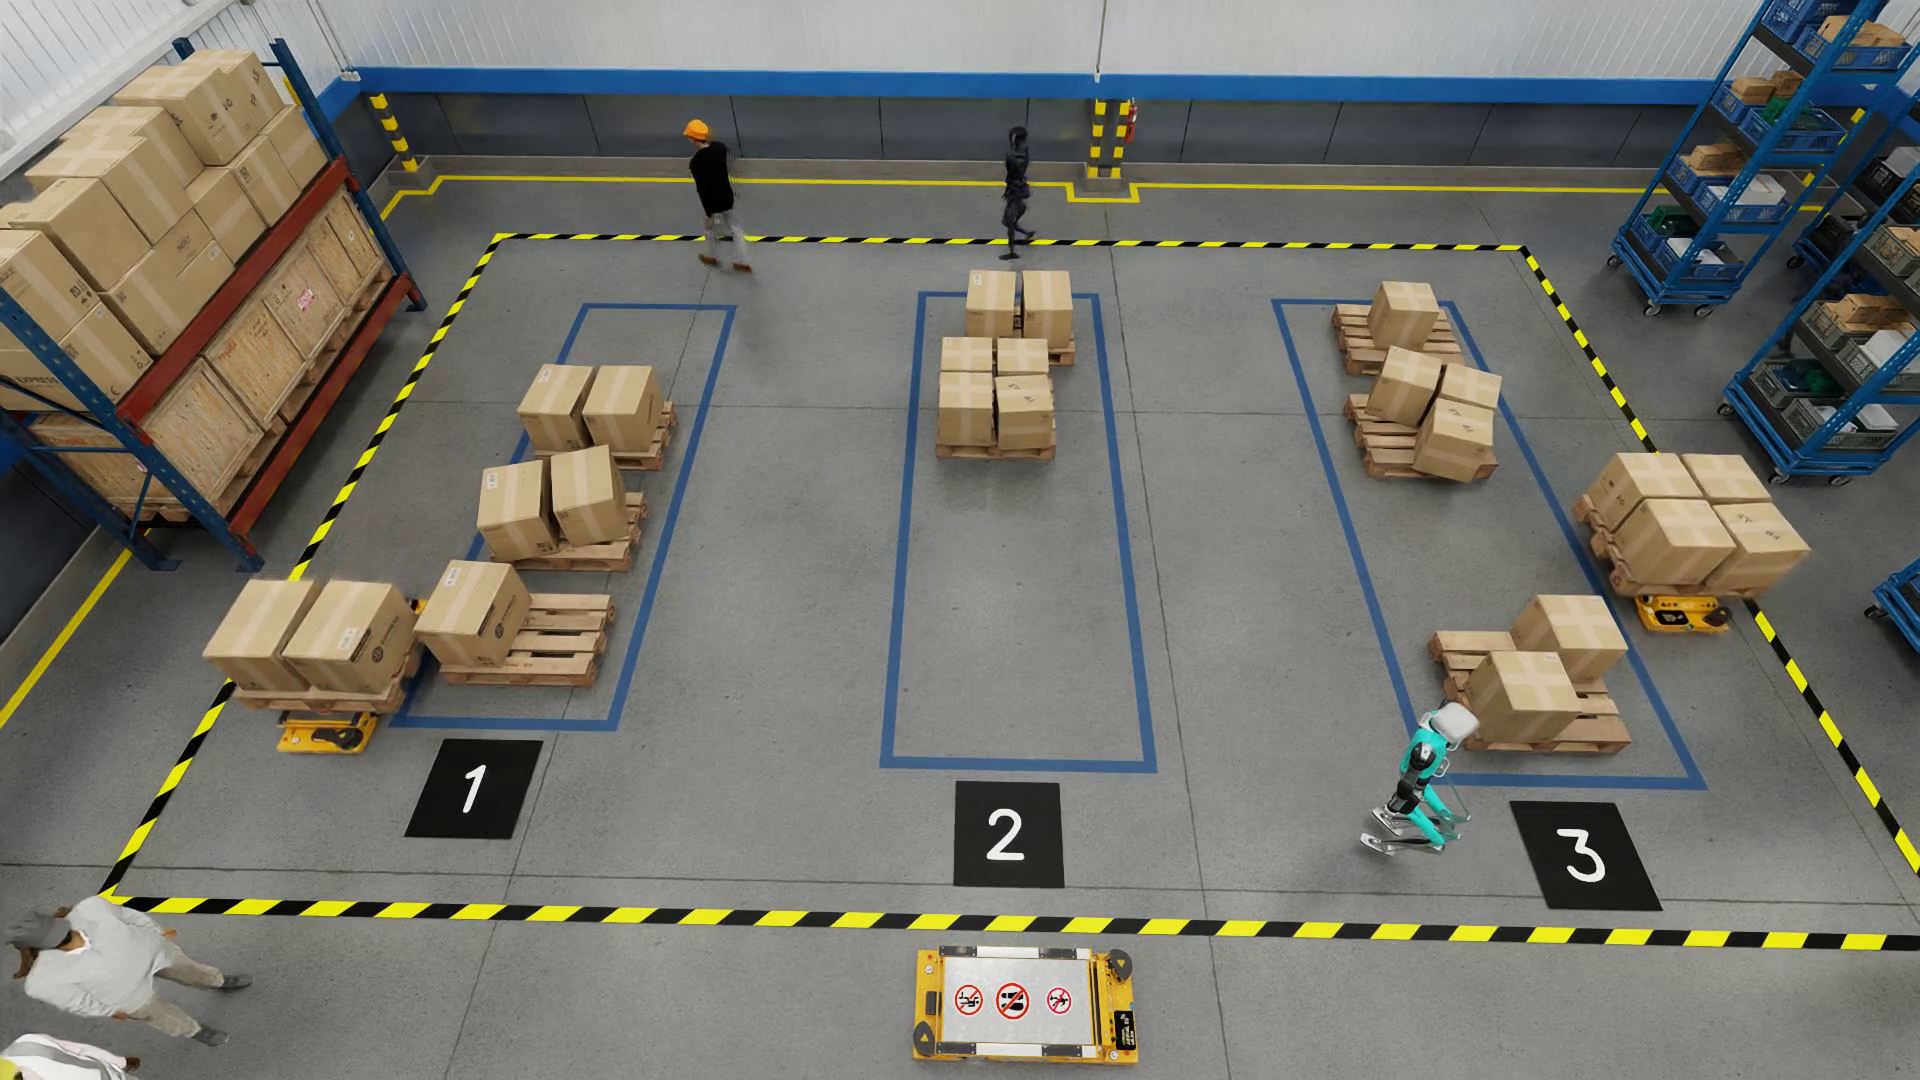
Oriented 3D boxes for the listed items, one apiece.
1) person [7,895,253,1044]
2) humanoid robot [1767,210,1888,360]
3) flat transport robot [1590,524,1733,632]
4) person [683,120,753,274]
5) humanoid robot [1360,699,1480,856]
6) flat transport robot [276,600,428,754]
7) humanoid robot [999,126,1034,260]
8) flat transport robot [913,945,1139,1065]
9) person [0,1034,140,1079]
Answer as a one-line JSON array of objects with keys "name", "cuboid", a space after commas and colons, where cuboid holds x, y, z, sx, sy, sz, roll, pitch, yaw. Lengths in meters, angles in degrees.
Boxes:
[{"name": "person", "cuboid": [-4.902, 2.560, 5.437, 0.402, 1.760, 0.569, 2, 51, 2]}, {"name": "humanoid robot", "cuboid": [9.271, -2.687, 9.768, 0.592, 1.638, 0.454, -25, 55, -19]}, {"name": "flat transport robot", "cuboid": [6.306, 0.180, 8.321, 0.652, 0.197, 1.431, 1, 51, 1]}, {"name": "person", "cuboid": [-2.915, -4.010, 10.734, 0.858, 1.847, 0.591, 27, 56, 21]}, {"name": "humanoid robot", "cuboid": [3.164, 1.699, 6.070, 0.735, 1.673, 0.533, 34, 58, 24]}, {"name": "flat transport robot", "cuboid": [-5.020, 1.070, 7.595, 0.652, 0.197, 1.431, 1, 51, 1]}, {"name": "humanoid robot", "cuboid": [0.708, -4.105, 10.926, 0.444, 1.648, 0.597, -8, 51, -6]}, {"name": "flat transport robot", "cuboid": [0.422, 3.041, 6.007, 1.431, 0.231, 0.659, 1, 51, 1]}, {"name": "person", "cuboid": [-4.702, 3.086, 4.959, 0.404, 1.834, 0.589, -6, 51, -5]}]
